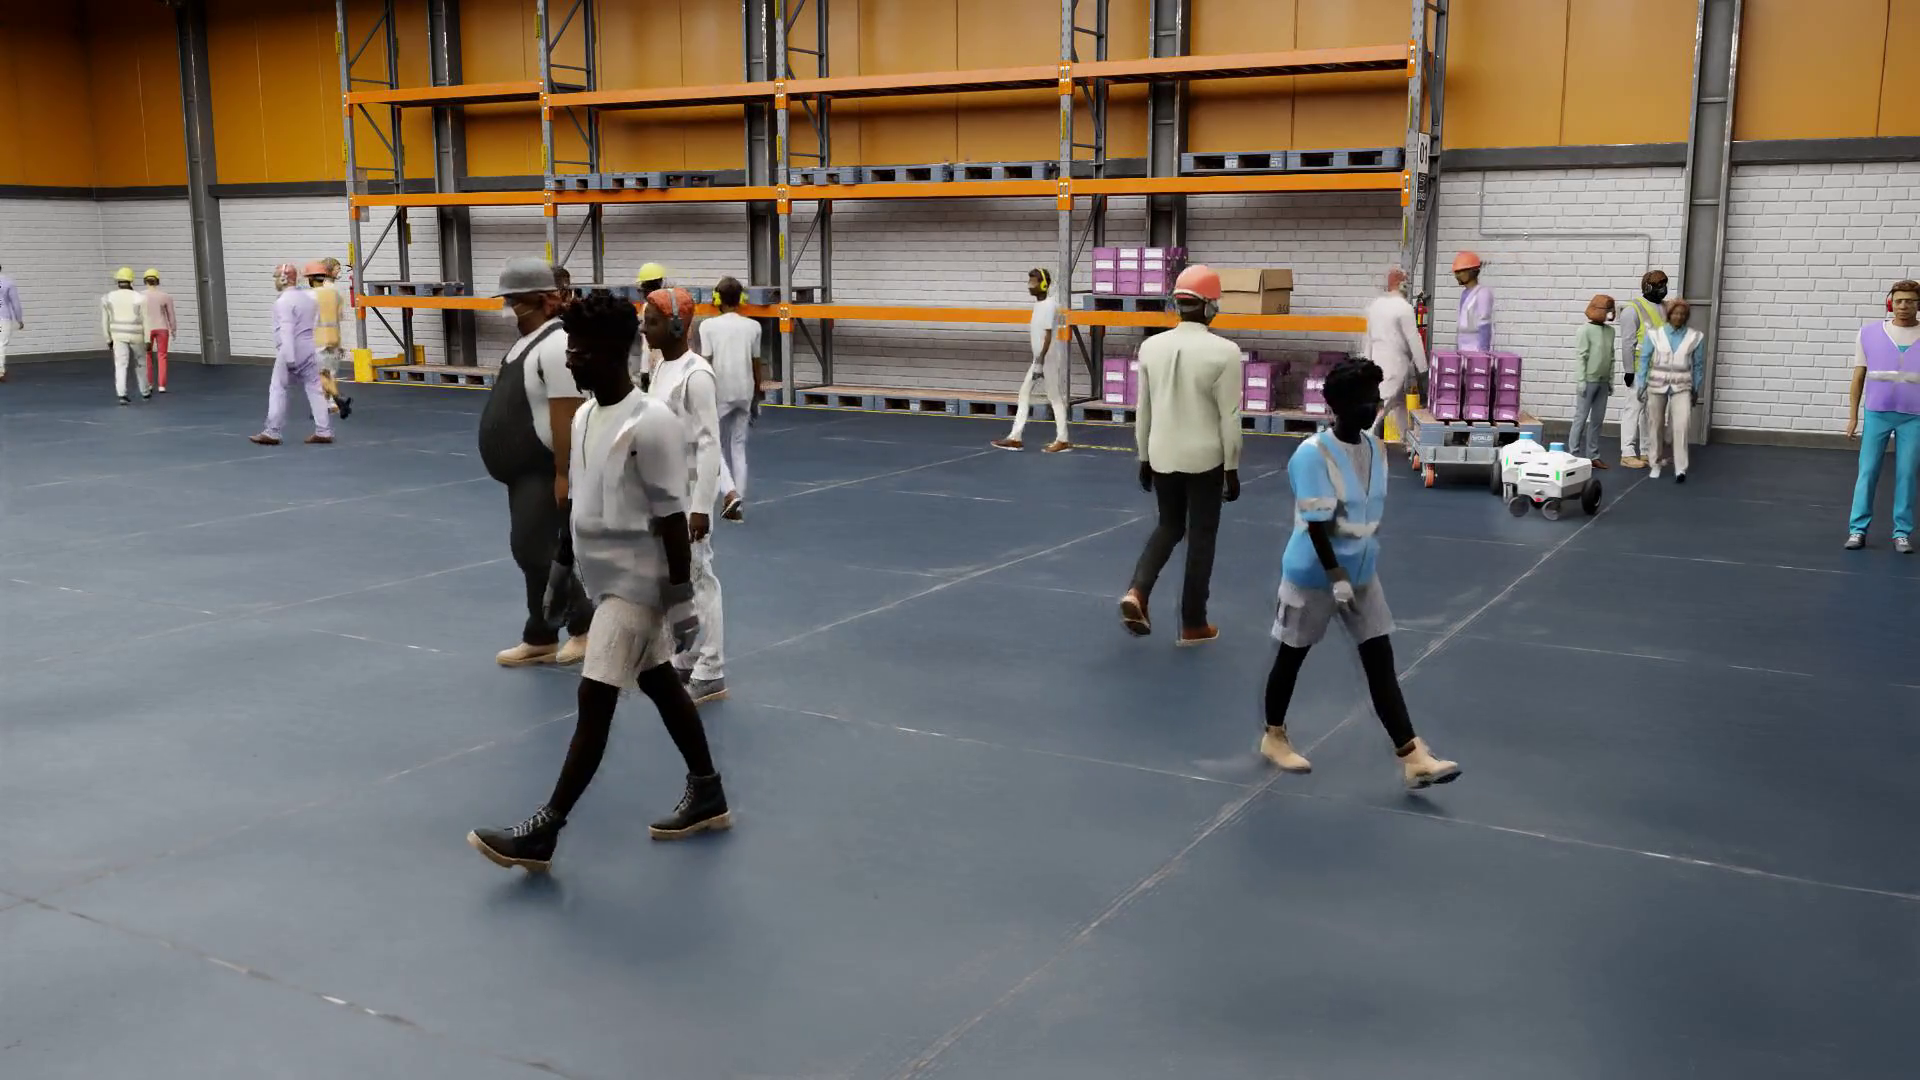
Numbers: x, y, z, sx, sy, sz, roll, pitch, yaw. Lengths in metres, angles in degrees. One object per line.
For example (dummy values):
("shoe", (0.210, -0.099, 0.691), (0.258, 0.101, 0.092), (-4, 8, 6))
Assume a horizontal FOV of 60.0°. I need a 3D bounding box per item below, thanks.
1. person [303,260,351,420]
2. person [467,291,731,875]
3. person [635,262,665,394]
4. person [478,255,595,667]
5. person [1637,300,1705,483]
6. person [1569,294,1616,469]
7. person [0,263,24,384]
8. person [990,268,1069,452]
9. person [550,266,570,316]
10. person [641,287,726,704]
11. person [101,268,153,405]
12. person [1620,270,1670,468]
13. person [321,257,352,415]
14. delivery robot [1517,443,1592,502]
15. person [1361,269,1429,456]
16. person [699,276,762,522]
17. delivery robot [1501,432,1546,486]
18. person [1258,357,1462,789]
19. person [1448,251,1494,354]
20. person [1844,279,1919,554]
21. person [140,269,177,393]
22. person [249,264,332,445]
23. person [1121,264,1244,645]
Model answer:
("person", (-7.448, -2.330, 19.565), (0.753, 1.913, 0.551), (6, 12, 32))
("person", (-1.207, 0.137, 5.563), (1.003, 1.908, 0.633), (-6, 12, -33))
("person", (-2.918, -1.718, 16.088), (0.431, 1.905, 0.608), (3, 10, 16))
("person", (-2.063, -0.371, 8.093), (0.535, 2.000, 0.717), (-5, 11, -28))
("person", (6.213, -1.291, 14.570), (0.534, 1.598, 0.849), (4, 11, 21))
("person", (5.867, -1.448, 15.370), (0.496, 1.630, 0.270), (-6, 12, -31))
("person", (-14.587, -3.334, 25.264), (0.629, 1.891, 1.009), (-1, 10, -8))
("person", (0.721, -1.771, 16.575), (0.897, 1.833, 0.531), (-3, 11, -18))
("person", (-3.808, -1.570, 15.313), (0.695, 1.893, 0.604), (1, 10, 7))
("person", (-1.262, -0.194, 7.545), (0.337, 1.878, 0.584), (-6, 11, -29))
("person", (-10.963, -2.682, 21.916), (0.611, 1.786, 0.924), (-2, 10, -11))
("person", (6.470, -1.600, 15.612), (0.626, 1.846, 0.429), (-5, 11, -27))
("person", (-7.745, -2.509, 20.487), (0.356, 1.938, 0.633), (-5, 11, -24))
("delivery robot", (4.581, -0.506, 12.800), (0.477, 0.478, 0.707), (9, 13, 40))
("person", (4.224, -1.682, 16.080), (1.035, 1.846, 0.652), (-3, 10, -16))
("person", (-1.726, -1.046, 12.459), (0.522, 1.849, 0.405), (-5, 11, -26))
("delivery robot", (4.596, -0.637, 13.541), (0.477, 0.478, 0.707), (3, 11, 17))
("person", (1.477, 0.143, 6.276), (0.539, 1.645, 0.893), (-7, 12, -34))
("person", (5.104, -1.882, 16.703), (0.445, 2.020, 0.632), (-1, 10, -5))
("person", (6.341, -0.835, 11.270), (0.566, 1.844, 0.381), (5, 11, 28))
("person", (-11.420, -2.964, 23.594), (0.551, 1.738, 0.711), (-5, 11, -27))
("person", (-7.023, -1.927, 17.349), (0.897, 1.876, 0.640), (1, 10, 7))
("person", (1.145, -0.415, 8.532), (0.606, 1.980, 0.559), (8, 13, 40))
